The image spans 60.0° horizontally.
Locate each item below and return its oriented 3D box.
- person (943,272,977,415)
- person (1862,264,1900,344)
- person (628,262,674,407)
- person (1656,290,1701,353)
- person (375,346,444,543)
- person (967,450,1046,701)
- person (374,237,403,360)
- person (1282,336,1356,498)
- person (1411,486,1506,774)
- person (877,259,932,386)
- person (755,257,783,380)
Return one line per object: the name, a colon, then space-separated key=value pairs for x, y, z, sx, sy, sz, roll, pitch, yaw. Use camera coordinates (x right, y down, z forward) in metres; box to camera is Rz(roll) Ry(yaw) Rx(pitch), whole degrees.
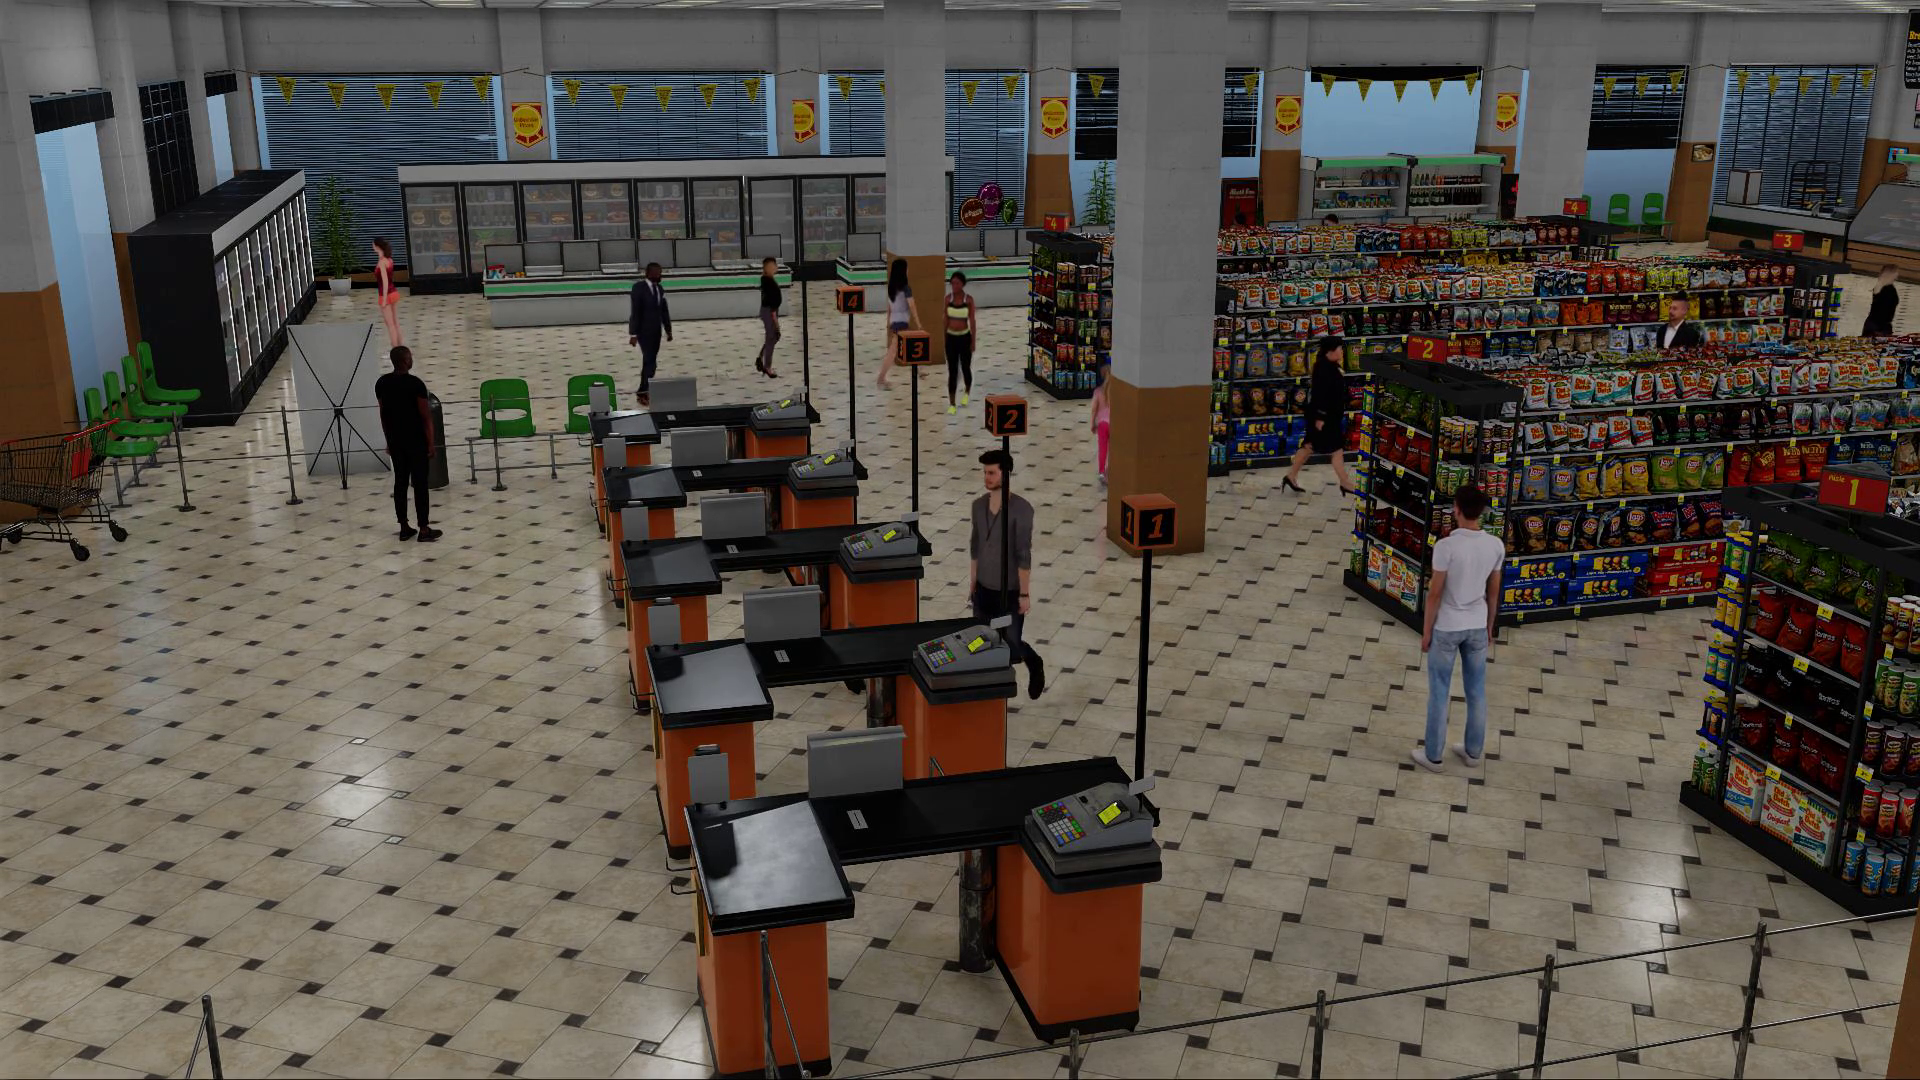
person: x=0.015 y=-2.449 z=20.678 sx=1.163 sy=1.712 sz=0.974 roll=3 pitch=17 yaw=10
person: x=11.934 y=-2.763 z=21.827 sx=1.212 sy=1.646 sz=0.857 roll=1 pitch=17 yaw=3
person: x=-3.991 y=-2.599 z=21.020 sx=0.961 sy=1.801 sz=0.901 roll=11 pitch=20 yaw=33
person: x=7.704 y=-1.700 z=17.818 sx=0.726 sy=1.939 sz=0.761 roll=-8 pitch=19 yaw=-25
person: x=-5.107 y=-0.893 z=15.372 sx=0.667 sy=1.818 sz=0.802 roll=4 pitch=17 yaw=14
person: x=0.330 y=0.315 z=11.277 sx=1.028 sy=1.884 sz=1.128 roll=13 pitch=21 yaw=37
person: x=-8.301 y=-3.521 z=24.142 sx=0.610 sy=1.750 sz=0.620 roll=0 pitch=17 yaw=0
person: x=3.575 y=-1.212 z=16.749 sx=1.199 sy=1.627 sz=1.027 roll=4 pitch=17 yaw=12
person: x=3.166 y=0.565 z=10.517 sx=0.455 sy=1.849 sz=0.698 roll=-4 pitch=17 yaw=-14
person: x=-0.854 y=-2.834 z=22.051 sx=1.200 sy=1.651 sz=0.861 roll=-12 pitch=20 yaw=-33
person: x=-2.677 y=-3.001 z=22.587 sx=0.622 sy=1.659 sz=0.621 roll=-6 pitch=18 yaw=-19
